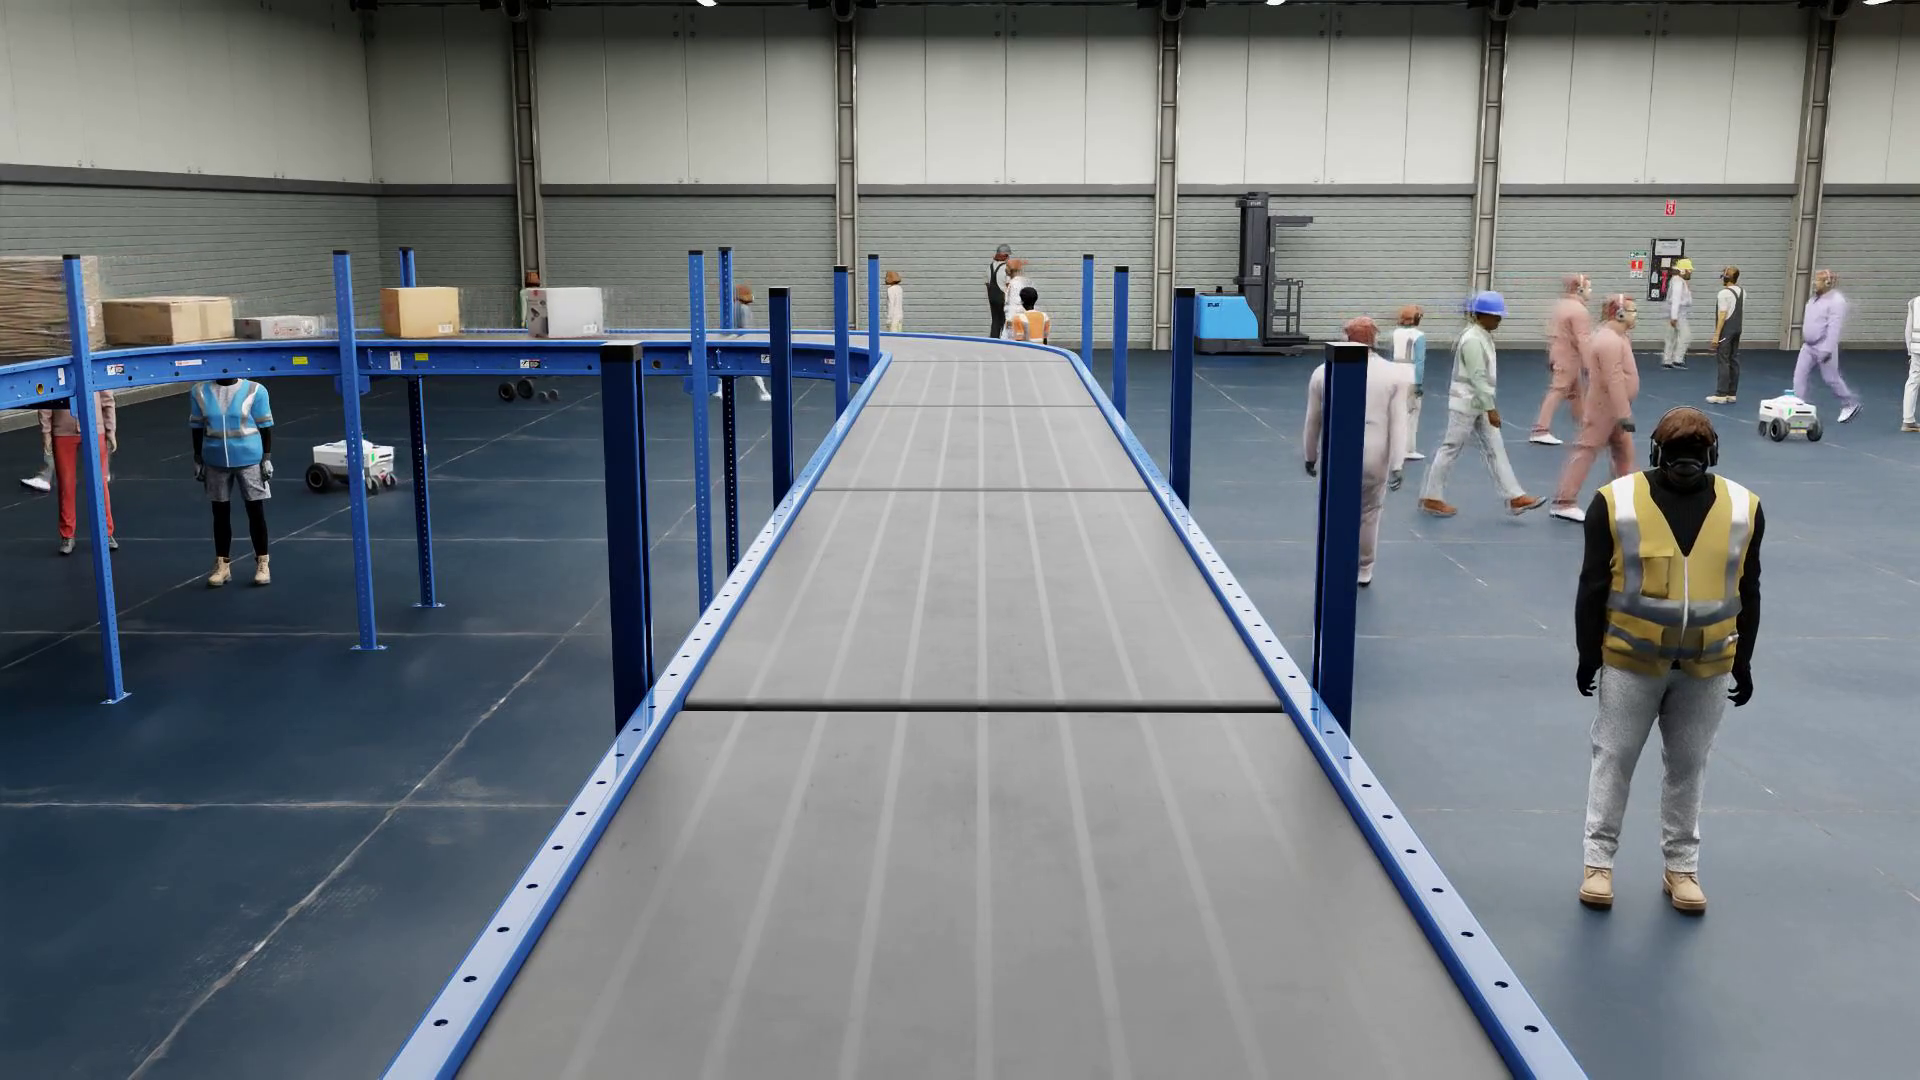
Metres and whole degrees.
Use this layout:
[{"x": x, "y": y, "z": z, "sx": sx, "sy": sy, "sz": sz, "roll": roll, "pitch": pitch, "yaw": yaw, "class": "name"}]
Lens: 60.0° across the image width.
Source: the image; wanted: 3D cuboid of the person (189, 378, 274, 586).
[{"x": -4.949, "y": -0.529, "z": 11.330, "sx": 0.540, "sy": 1.695, "sz": 0.317, "roll": -1, "pitch": 11, "yaw": -8, "class": "person"}]

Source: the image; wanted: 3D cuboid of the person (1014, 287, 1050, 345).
[{"x": 0.820, "y": -2.107, "z": 19.454, "sx": 0.531, "sy": 1.692, "sz": 0.320, "roll": -9, "pitch": 14, "yaw": -39, "class": "person"}]

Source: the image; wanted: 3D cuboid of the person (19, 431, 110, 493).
[{"x": -8.178, "y": -1.367, "z": 15.165, "sx": 0.608, "sy": 1.872, "sz": 0.979, "roll": 3, "pitch": 11, "yaw": 15, "class": "person"}]

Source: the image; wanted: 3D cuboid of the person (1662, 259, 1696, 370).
[{"x": 11.814, "y": -3.672, "z": 27.163, "sx": 0.572, "sy": 1.812, "sz": 0.626, "roll": 4, "pitch": 12, "yaw": 20, "class": "person"}]

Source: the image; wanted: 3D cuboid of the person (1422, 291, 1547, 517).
[{"x": 4.355, "y": -1.107, "z": 13.794, "sx": 1.030, "sy": 1.885, "sz": 0.600, "roll": 7, "pitch": 13, "yaw": 31, "class": "person"}]

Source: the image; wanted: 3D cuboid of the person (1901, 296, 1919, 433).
[{"x": 11.291, "y": -2.193, "z": 19.404, "sx": 0.354, "sy": 1.882, "sz": 0.573, "roll": -3, "pitch": 11, "yaw": -15, "class": "person"}]

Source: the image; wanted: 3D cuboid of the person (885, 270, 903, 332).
[{"x": -1.091, "y": -3.653, "z": 27.546, "sx": 0.267, "sy": 1.632, "sz": 0.507, "roll": 4, "pitch": 12, "yaw": 19, "class": "person"}]

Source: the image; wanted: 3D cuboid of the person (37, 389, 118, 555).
[{"x": -6.606, "y": -0.786, "z": 12.474, "sx": 0.523, "sy": 1.769, "sz": 0.309, "roll": -6, "pitch": 13, "yaw": -29, "class": "person"}]

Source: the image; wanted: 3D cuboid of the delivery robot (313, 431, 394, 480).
[{"x": -5.589, "y": -0.761, "z": 15.333, "sx": 0.707, "sy": 0.478, "sz": 0.477, "roll": 4, "pitch": 12, "yaw": 18, "class": "delivery robot"}]

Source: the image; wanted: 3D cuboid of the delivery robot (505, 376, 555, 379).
[{"x": -5.906, "y": -2.349, "z": 22.826, "sx": 0.698, "sy": 0.223, "sz": 0.335, "roll": 4, "pitch": 12, "yaw": 21, "class": "delivery robot"}]

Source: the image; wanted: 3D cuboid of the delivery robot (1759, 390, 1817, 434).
[{"x": 9.427, "y": -1.463, "z": 18.943, "sx": 0.477, "sy": 0.478, "sz": 0.707, "roll": 0, "pitch": 11, "yaw": -1, "class": "delivery robot"}]

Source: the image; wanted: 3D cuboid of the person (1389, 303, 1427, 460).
[{"x": 4.558, "y": -1.628, "z": 17.181, "sx": 0.526, "sy": 1.623, "sz": 0.522, "roll": -5, "pitch": 12, "yaw": -22, "class": "person"}]

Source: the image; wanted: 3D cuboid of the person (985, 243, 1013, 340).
[{"x": 0.794, "y": -4.188, "z": 29.357, "sx": 0.539, "sy": 2.000, "sz": 0.688, "roll": -9, "pitch": 14, "yaw": -38, "class": "person"}]

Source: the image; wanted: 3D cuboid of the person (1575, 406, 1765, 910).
[{"x": 2.553, "y": 0.432, "z": 6.018, "sx": 0.634, "sy": 1.841, "sz": 0.429, "roll": 2, "pitch": 11, "yaw": 10, "class": "person"}]

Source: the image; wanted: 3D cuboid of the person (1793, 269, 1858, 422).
[{"x": 10.601, "y": -2.377, "z": 20.375, "sx": 0.907, "sy": 1.876, "sz": 0.638, "roll": -2, "pitch": 11, "yaw": -10, "class": "person"}]

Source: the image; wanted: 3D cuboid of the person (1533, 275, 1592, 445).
[{"x": 6.830, "y": -1.980, "z": 18.363, "sx": 0.963, "sy": 1.857, "sz": 0.669, "roll": 1, "pitch": 11, "yaw": 4, "class": "person"}]

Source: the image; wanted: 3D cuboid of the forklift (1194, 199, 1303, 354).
[{"x": 5.313, "y": -4.851, "z": 30.603, "sx": 1.873, "sy": 2.768, "sz": 1.129, "roll": 0, "pitch": 11, "yaw": 1, "class": "forklift"}]

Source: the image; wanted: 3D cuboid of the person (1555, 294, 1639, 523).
[{"x": 5.395, "y": -1.060, "z": 13.596, "sx": 0.962, "sy": 1.868, "sz": 0.639, "roll": 5, "pitch": 12, "yaw": 25, "class": "person"}]

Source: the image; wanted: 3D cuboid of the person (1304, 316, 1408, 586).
[{"x": 2.619, "y": -0.549, "z": 11.048, "sx": 0.656, "sy": 1.858, "sz": 1.008, "roll": 2, "pitch": 11, "yaw": 12, "class": "person"}]

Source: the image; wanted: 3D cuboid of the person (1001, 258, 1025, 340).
[{"x": 0.931, "y": -3.511, "z": 26.255, "sx": 0.886, "sy": 1.858, "sz": 0.578, "roll": -1, "pitch": 11, "yaw": -3, "class": "person"}]

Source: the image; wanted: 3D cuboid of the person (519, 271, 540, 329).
[{"x": -6.828, "y": -3.486, "z": 26.686, "sx": 0.507, "sy": 1.632, "sz": 0.279, "roll": -10, "pitch": 15, "yaw": -40, "class": "person"}]

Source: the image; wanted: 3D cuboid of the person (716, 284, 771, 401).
[{"x": -2.959, "y": -2.695, "z": 22.727, "sx": 0.832, "sy": 1.593, "sz": 0.510, "roll": -3, "pitch": 12, "yaw": -17, "class": "person"}]

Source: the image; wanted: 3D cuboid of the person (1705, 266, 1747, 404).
[{"x": 10.370, "y": -2.775, "z": 22.489, "sx": 0.505, "sy": 1.847, "sz": 0.349, "roll": -6, "pitch": 13, "yaw": -29, "class": "person"}]
